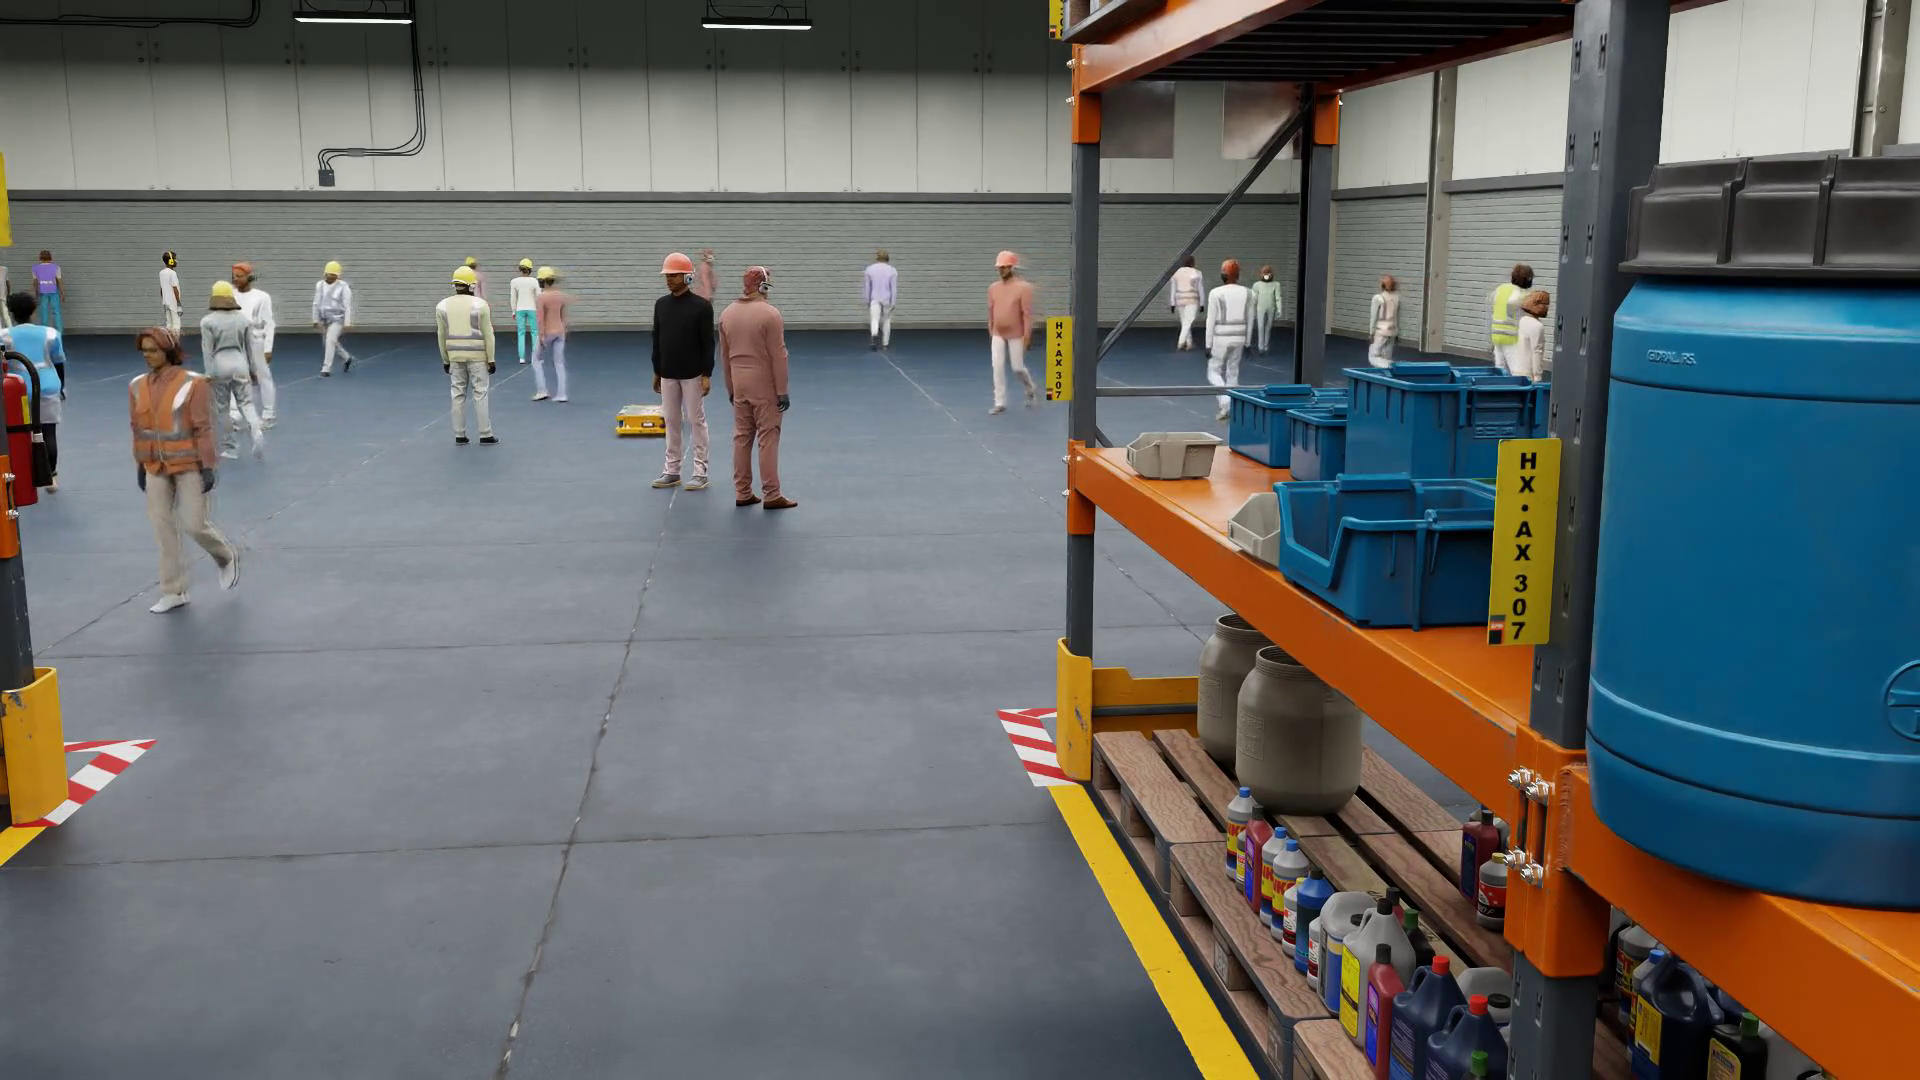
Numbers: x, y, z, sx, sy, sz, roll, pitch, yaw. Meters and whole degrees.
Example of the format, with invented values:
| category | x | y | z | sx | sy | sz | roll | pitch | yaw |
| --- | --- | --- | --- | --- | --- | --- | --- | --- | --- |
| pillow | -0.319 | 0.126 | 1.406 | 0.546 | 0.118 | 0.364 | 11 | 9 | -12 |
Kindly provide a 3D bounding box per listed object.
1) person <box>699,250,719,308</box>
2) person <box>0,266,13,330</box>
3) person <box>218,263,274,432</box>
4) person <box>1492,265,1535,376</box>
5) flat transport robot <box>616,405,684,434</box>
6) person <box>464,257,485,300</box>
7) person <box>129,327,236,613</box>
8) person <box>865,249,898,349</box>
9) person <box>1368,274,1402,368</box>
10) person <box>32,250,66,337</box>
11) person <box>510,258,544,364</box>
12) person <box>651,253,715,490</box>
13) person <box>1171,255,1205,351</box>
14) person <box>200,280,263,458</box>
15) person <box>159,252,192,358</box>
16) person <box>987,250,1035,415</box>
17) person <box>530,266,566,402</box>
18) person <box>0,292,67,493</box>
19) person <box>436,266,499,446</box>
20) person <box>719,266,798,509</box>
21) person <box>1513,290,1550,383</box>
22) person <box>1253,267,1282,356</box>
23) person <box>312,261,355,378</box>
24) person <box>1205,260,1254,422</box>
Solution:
| category | x | y | z | sx | sy | sz | roll | pitch | yaw |
| --- | --- | --- | --- | --- | --- | --- | --- | --- | --- |
| person | -5.352 | -5.244 | 35.424 | 0.445 | 1.863 | 0.812 | 0 | 10 | -1 |
| person | -19.032 | -4.786 | 32.892 | 0.312 | 1.864 | 0.535 | 5 | 12 | 27 |
| person | -7.840 | -2.100 | 18.239 | 0.606 | 1.832 | 0.951 | 1 | 10 | 4 |
| person | 6.368 | -2.259 | 19.208 | 0.459 | 1.812 | 0.675 | -3 | 11 | -15 |
| flat transport robot | -3.418 | -1.342 | 18.382 | 0.652 | 0.197 | 1.431 | -1 | 10 | -6 |
| person | -9.657 | -4.751 | 33.065 | 0.843 | 1.736 | 0.529 | 8 | 13 | 39 |
| person | -4.478 | -0.416 | 9.566 | 0.526 | 1.629 | 0.495 | 2 | 11 | 10 |
| person | -1.485 | -4.518 | 31.316 | 0.630 | 1.910 | 0.825 | 1 | 10 | 3 |
| person | 5.777 | -2.778 | 22.517 | 0.532 | 1.625 | 0.461 | -6 | 12 | -32 |
| person | -19.311 | -5.210 | 35.258 | 0.570 | 1.847 | 0.383 | -3 | 11 | -15 |
| person | -7.283 | -3.842 | 27.990 | 0.527 | 1.768 | 0.331 | 0 | 10 | 0 |
| person | -2.356 | -1.418 | 14.073 | 0.608 | 1.995 | 0.377 | 5 | 11 | 26 |
| person | 4.270 | -4.461 | 31.268 | 0.629 | 1.807 | 0.937 | 7 | 12 | 33 |
| person | -6.954 | -1.613 | 15.904 | 0.488 | 1.721 | 0.635 | -9 | 14 | -40 |
| person | -13.836 | -4.124 | 29.252 | 0.526 | 1.871 | 0.324 | 7 | 13 | 35 |
| person | 0.626 | -2.511 | 20.133 | 0.625 | 1.971 | 0.770 | 6 | 12 | 31 |
| person | -5.347 | -2.652 | 21.527 | 0.610 | 1.748 | 0.532 | 8 | 13 | 36 |
| person | -7.839 | -1.251 | 14.050 | 0.542 | 1.661 | 0.834 | -7 | 12 | -32 |
| person | -5.015 | -1.870 | 16.991 | 0.588 | 1.835 | 0.403 | 2 | 10 | 8 |
| person | -1.579 | -1.194 | 13.098 | 0.638 | 1.905 | 0.407 | 7 | 13 | 35 |
| person | 5.502 | -1.592 | 16.048 | 0.291 | 1.622 | 0.509 | 0 | 10 | 2 |
| person | 5.500 | -4.086 | 29.789 | 0.516 | 1.585 | 0.841 | 1 | 10 | 5 |
| person | -9.524 | -3.361 | 25.365 | 0.621 | 1.779 | 0.802 | 4 | 11 | 19 |
| person | 3.070 | -2.261 | 19.018 | 0.600 | 1.872 | 0.585 | -3 | 11 | -17 |
